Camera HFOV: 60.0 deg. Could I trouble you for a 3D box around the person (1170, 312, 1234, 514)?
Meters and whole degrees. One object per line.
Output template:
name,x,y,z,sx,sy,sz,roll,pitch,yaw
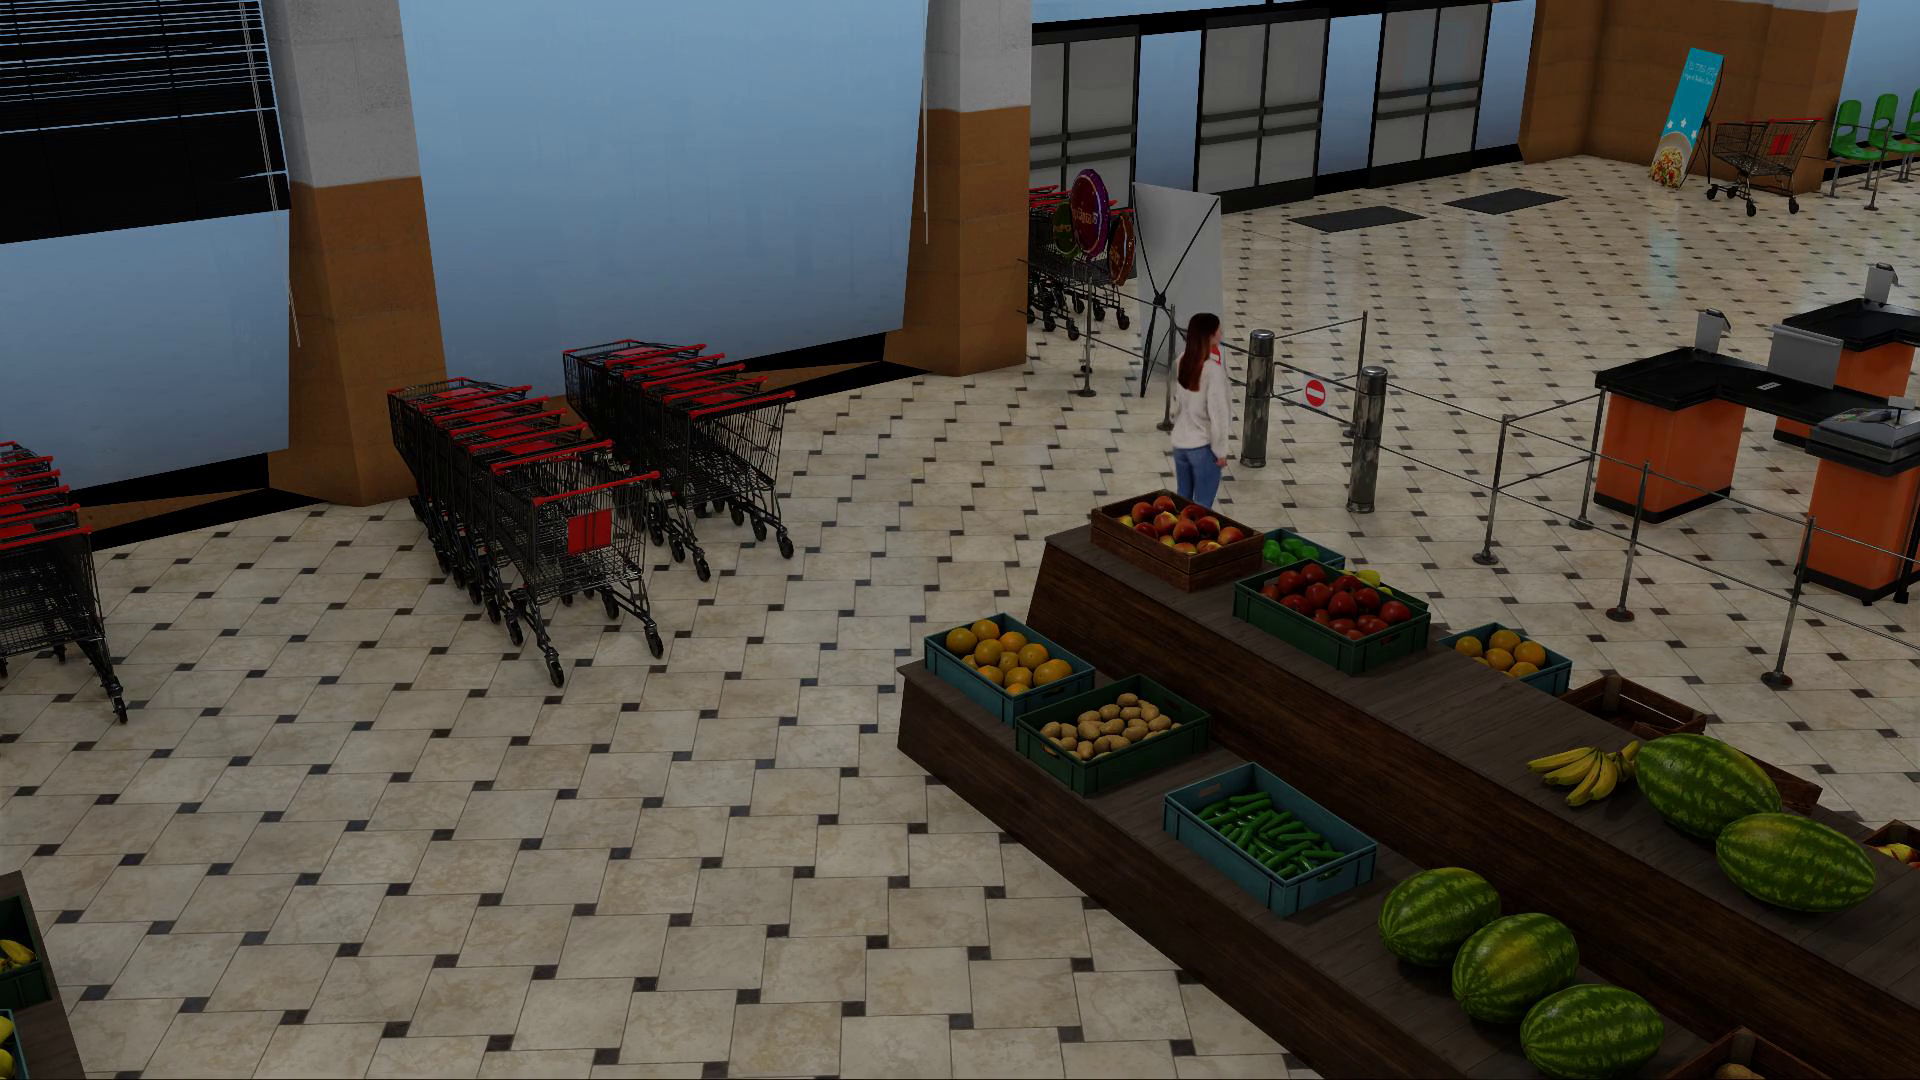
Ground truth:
person,1.468,-0.591,10.332,0.710,1.693,0.535,-12,26,-25
